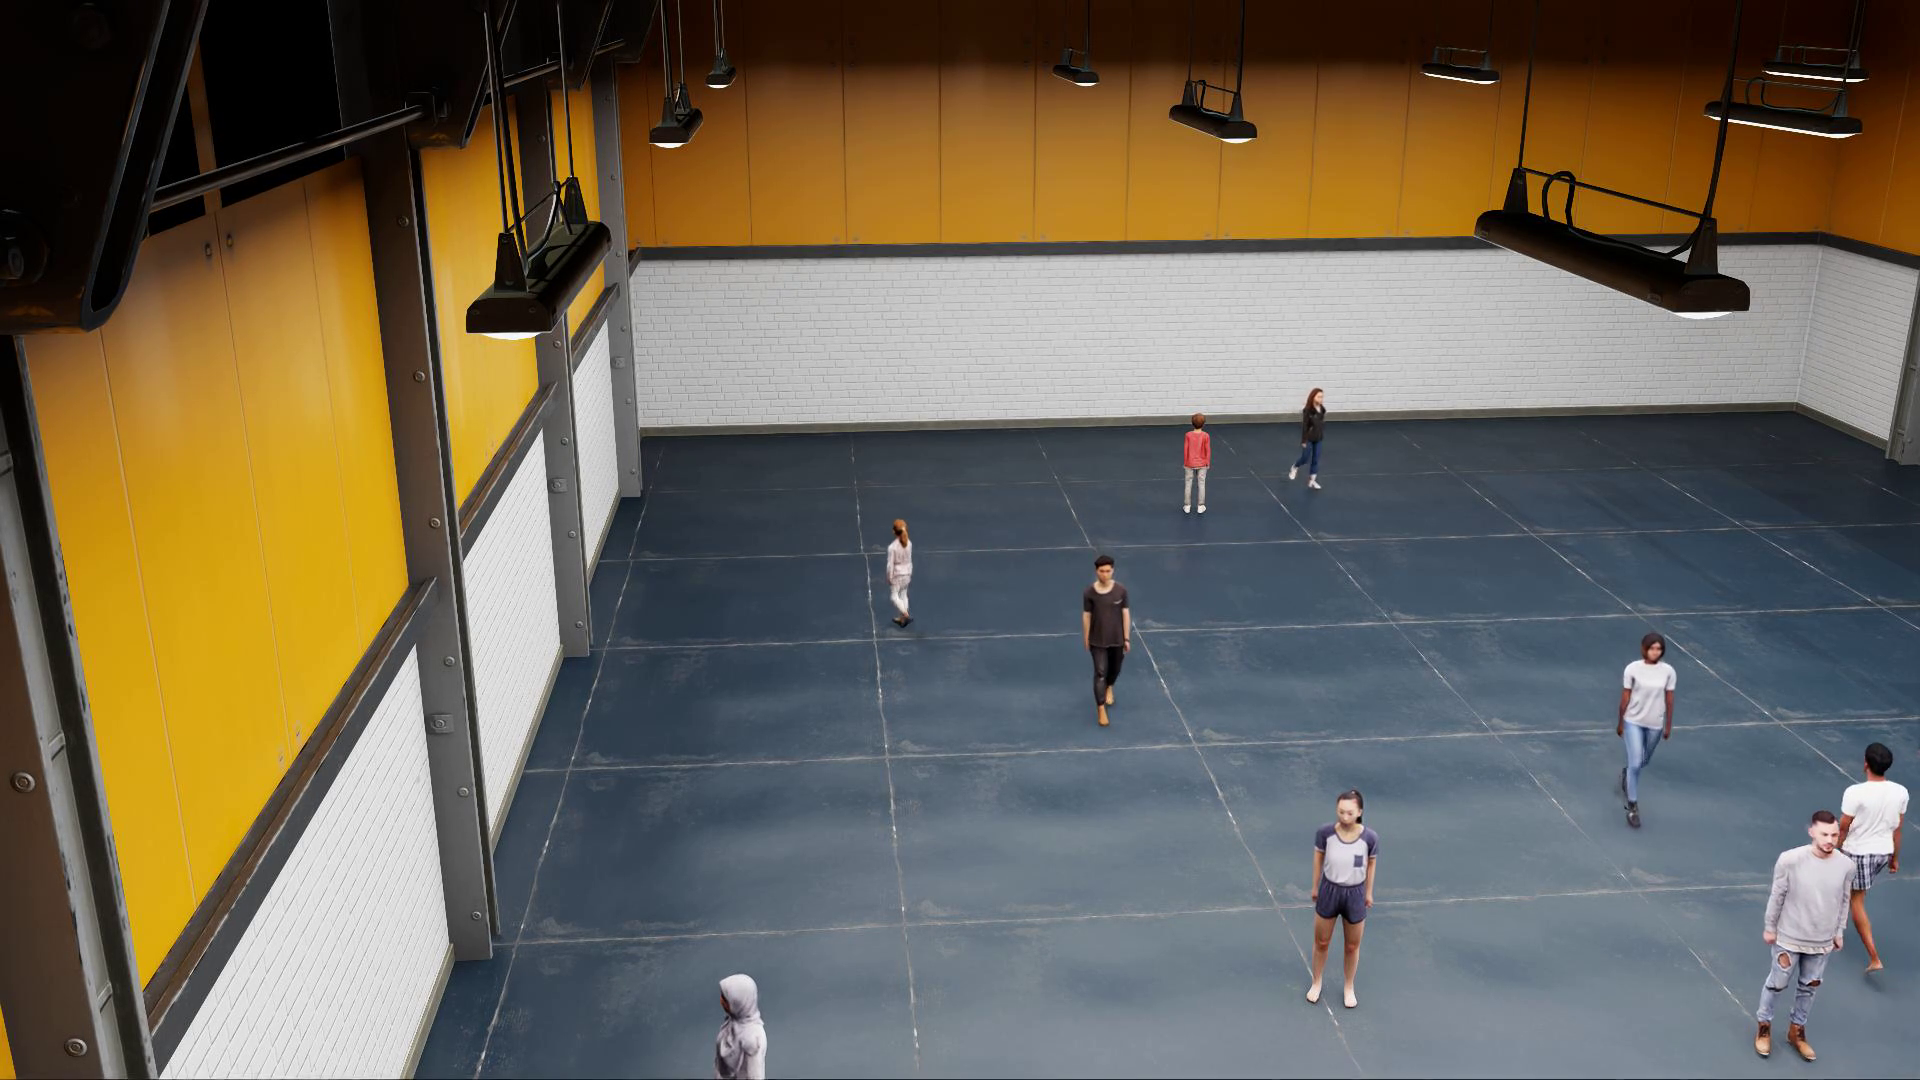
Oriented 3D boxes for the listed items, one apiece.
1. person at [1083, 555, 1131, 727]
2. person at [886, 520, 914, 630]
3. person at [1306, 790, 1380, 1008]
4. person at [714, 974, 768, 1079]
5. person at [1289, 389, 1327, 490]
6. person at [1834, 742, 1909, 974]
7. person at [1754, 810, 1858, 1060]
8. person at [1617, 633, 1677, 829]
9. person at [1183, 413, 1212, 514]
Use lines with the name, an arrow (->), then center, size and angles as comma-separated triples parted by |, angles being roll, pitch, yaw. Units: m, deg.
person -> 1.474, 0.943, 16.653 | 0.597, 1.696, 1.014 | -2, 19, -5
person -> -0.637, 0.408, 18.861 | 0.716, 1.300, 0.800 | -14, 23, -36
person -> 2.734, 2.558, 11.929 | 0.659, 1.650, 0.629 | 5, 19, 13
person -> -1.217, 3.278, 9.593 | 0.734, 1.775, 0.576 | -7, 20, -20
person -> 5.088, -1.494, 24.244 | 0.730, 1.470, 0.905 | -9, 21, -25
person -> 6.764, 2.395, 12.359 | 0.641, 1.684, 1.107 | -2, 19, -5
person -> 5.744, 2.660, 11.330 | 0.725, 1.839, 0.626 | 3, 19, 8
person -> 6.010, 1.613, 14.671 | 0.762, 1.691, 1.135 | 3, 19, 8
person -> 3.277, -1.074, 23.079 | 0.570, 1.417, 0.557 | 3, 19, 9
